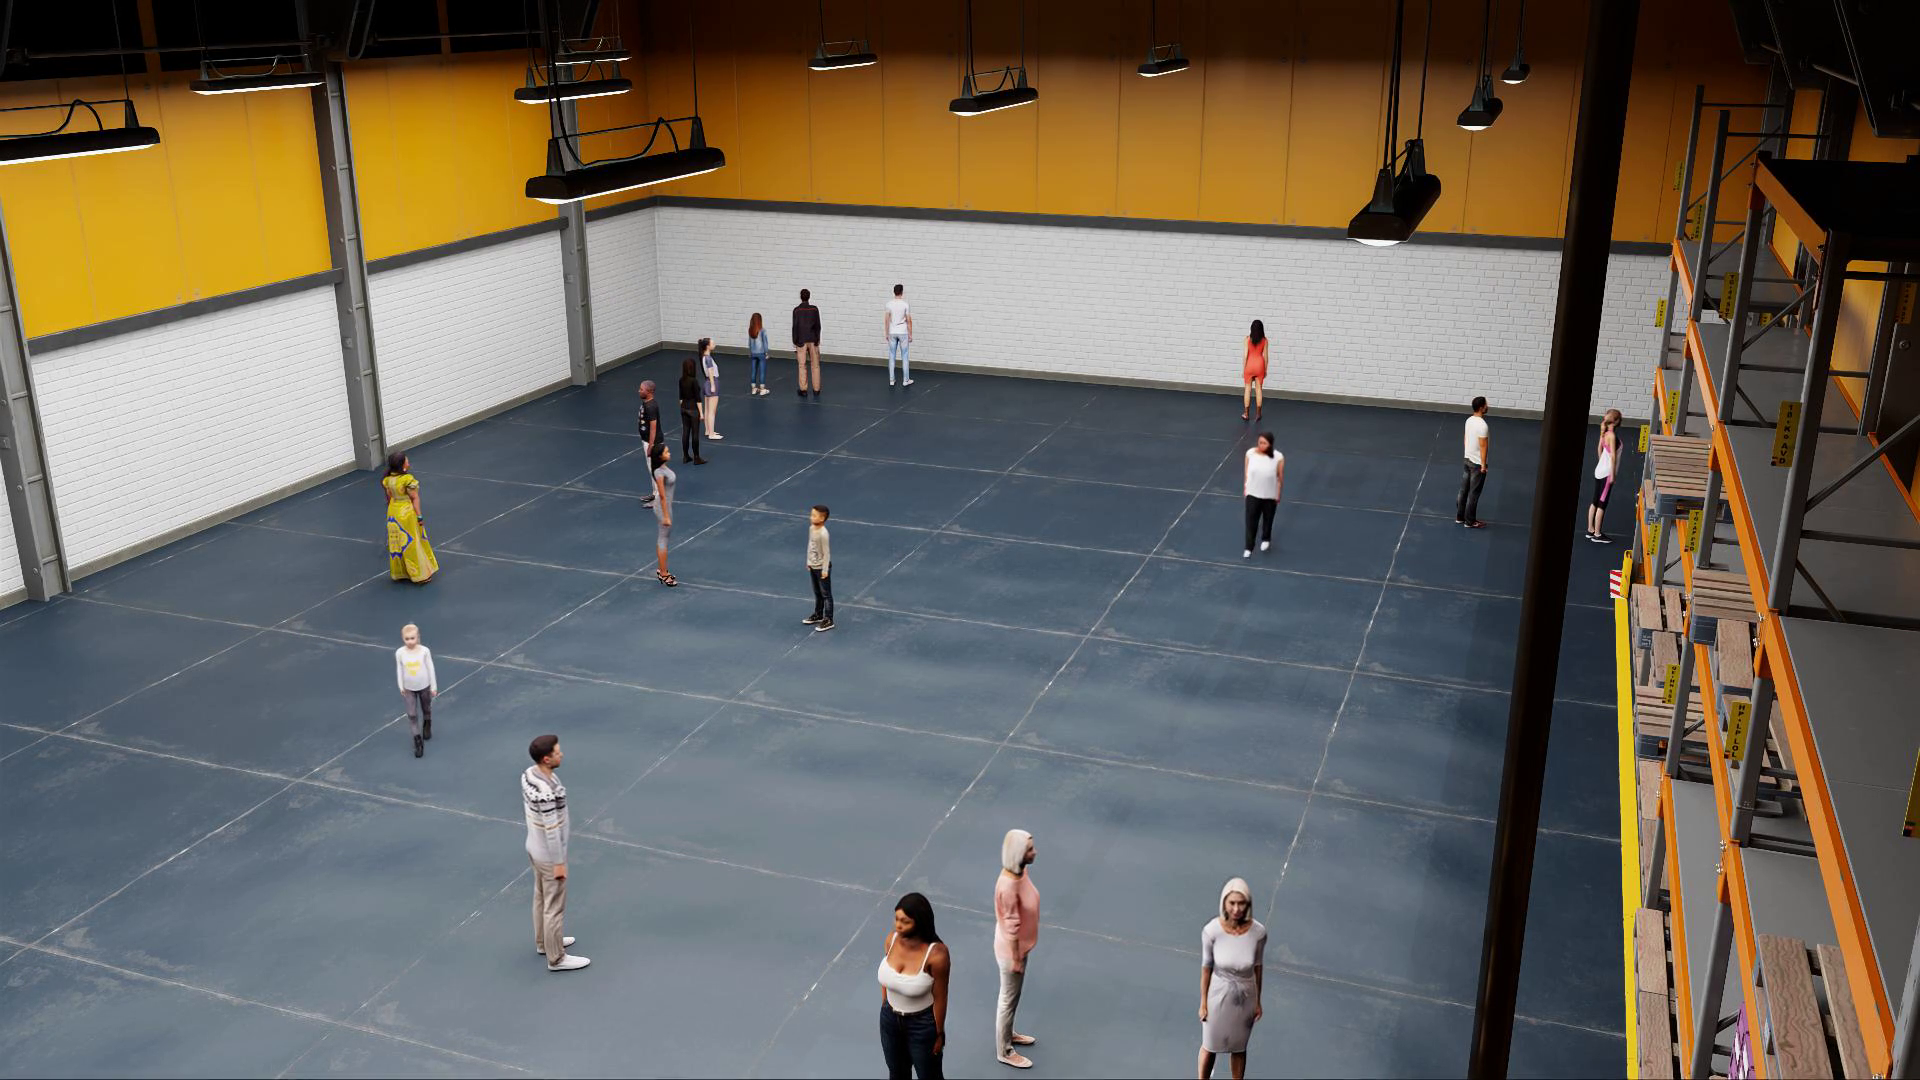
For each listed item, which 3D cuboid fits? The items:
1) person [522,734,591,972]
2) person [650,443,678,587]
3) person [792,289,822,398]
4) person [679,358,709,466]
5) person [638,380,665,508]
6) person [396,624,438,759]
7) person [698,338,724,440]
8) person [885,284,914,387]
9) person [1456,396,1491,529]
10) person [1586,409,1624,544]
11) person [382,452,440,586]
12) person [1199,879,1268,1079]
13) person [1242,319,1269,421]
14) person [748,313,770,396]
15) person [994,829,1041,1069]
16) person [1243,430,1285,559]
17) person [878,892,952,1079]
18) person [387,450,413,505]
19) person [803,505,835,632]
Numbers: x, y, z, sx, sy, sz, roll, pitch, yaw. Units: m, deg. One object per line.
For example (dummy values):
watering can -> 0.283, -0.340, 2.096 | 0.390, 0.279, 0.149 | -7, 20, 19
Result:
person -> -3.087, 2.315, 12.457 | 0.801, 1.860, 0.757 | -10, 21, -27
person -> -3.647, -0.325, 20.421 | 0.721, 1.781, 0.605 | -2, 19, -7
person -> -2.740, -3.537, 29.732 | 0.794, 1.925, 0.827 | -6, 20, -18
person -> -4.144, -1.982, 25.560 | 0.637, 1.641, 0.579 | 12, 22, 32
person -> -4.349, -1.375, 23.499 | 0.822, 1.805, 0.730 | -5, 19, -14
person -> -5.253, 1.402, 16.113 | 0.822, 1.258, 0.949 | -5, 19, -15
person -> -4.067, -2.471, 26.997 | 0.731, 1.651, 0.661 | -7, 20, -21
person -> -1.130, -3.775, 30.555 | 0.680, 1.851, 0.564 | 5, 19, 13
person -> 6.989, -1.073, 22.606 | 0.773, 1.804, 0.662 | -4, 19, -12
person -> 8.528, -0.864, 22.010 | 0.729, 1.787, 0.574 | 0, 19, 0
person -> -6.825, -0.278, 20.470 | 0.887, 1.660, 0.816 | 9, 21, 26
person -> 1.740, 2.957, 10.722 | 0.634, 1.750, 0.626 | -1, 19, -2
person -> 4.982, -2.885, 28.117 | 0.658, 1.719, 0.639 | 0, 19, -1
person -> -3.626, -3.349, 29.879 | 0.579, 1.475, 0.531 | 10, 21, 27
person -> 0.367, 2.754, 11.367 | 0.695, 1.724, 0.513 | 3, 19, 9
person -> 3.924, -0.603, 21.455 | 0.649, 1.647, 1.051 | 7, 20, 19
person -> -0.287, 3.019, 10.447 | 0.700, 1.809, 0.687 | 13, 22, 33
person -> -7.410, -0.556, 21.958 | 0.523, 1.237, 0.709 | 6, 19, 16
person -> -1.592, 0.297, 19.069 | 0.678, 1.465, 0.637 | -12, 22, -31
